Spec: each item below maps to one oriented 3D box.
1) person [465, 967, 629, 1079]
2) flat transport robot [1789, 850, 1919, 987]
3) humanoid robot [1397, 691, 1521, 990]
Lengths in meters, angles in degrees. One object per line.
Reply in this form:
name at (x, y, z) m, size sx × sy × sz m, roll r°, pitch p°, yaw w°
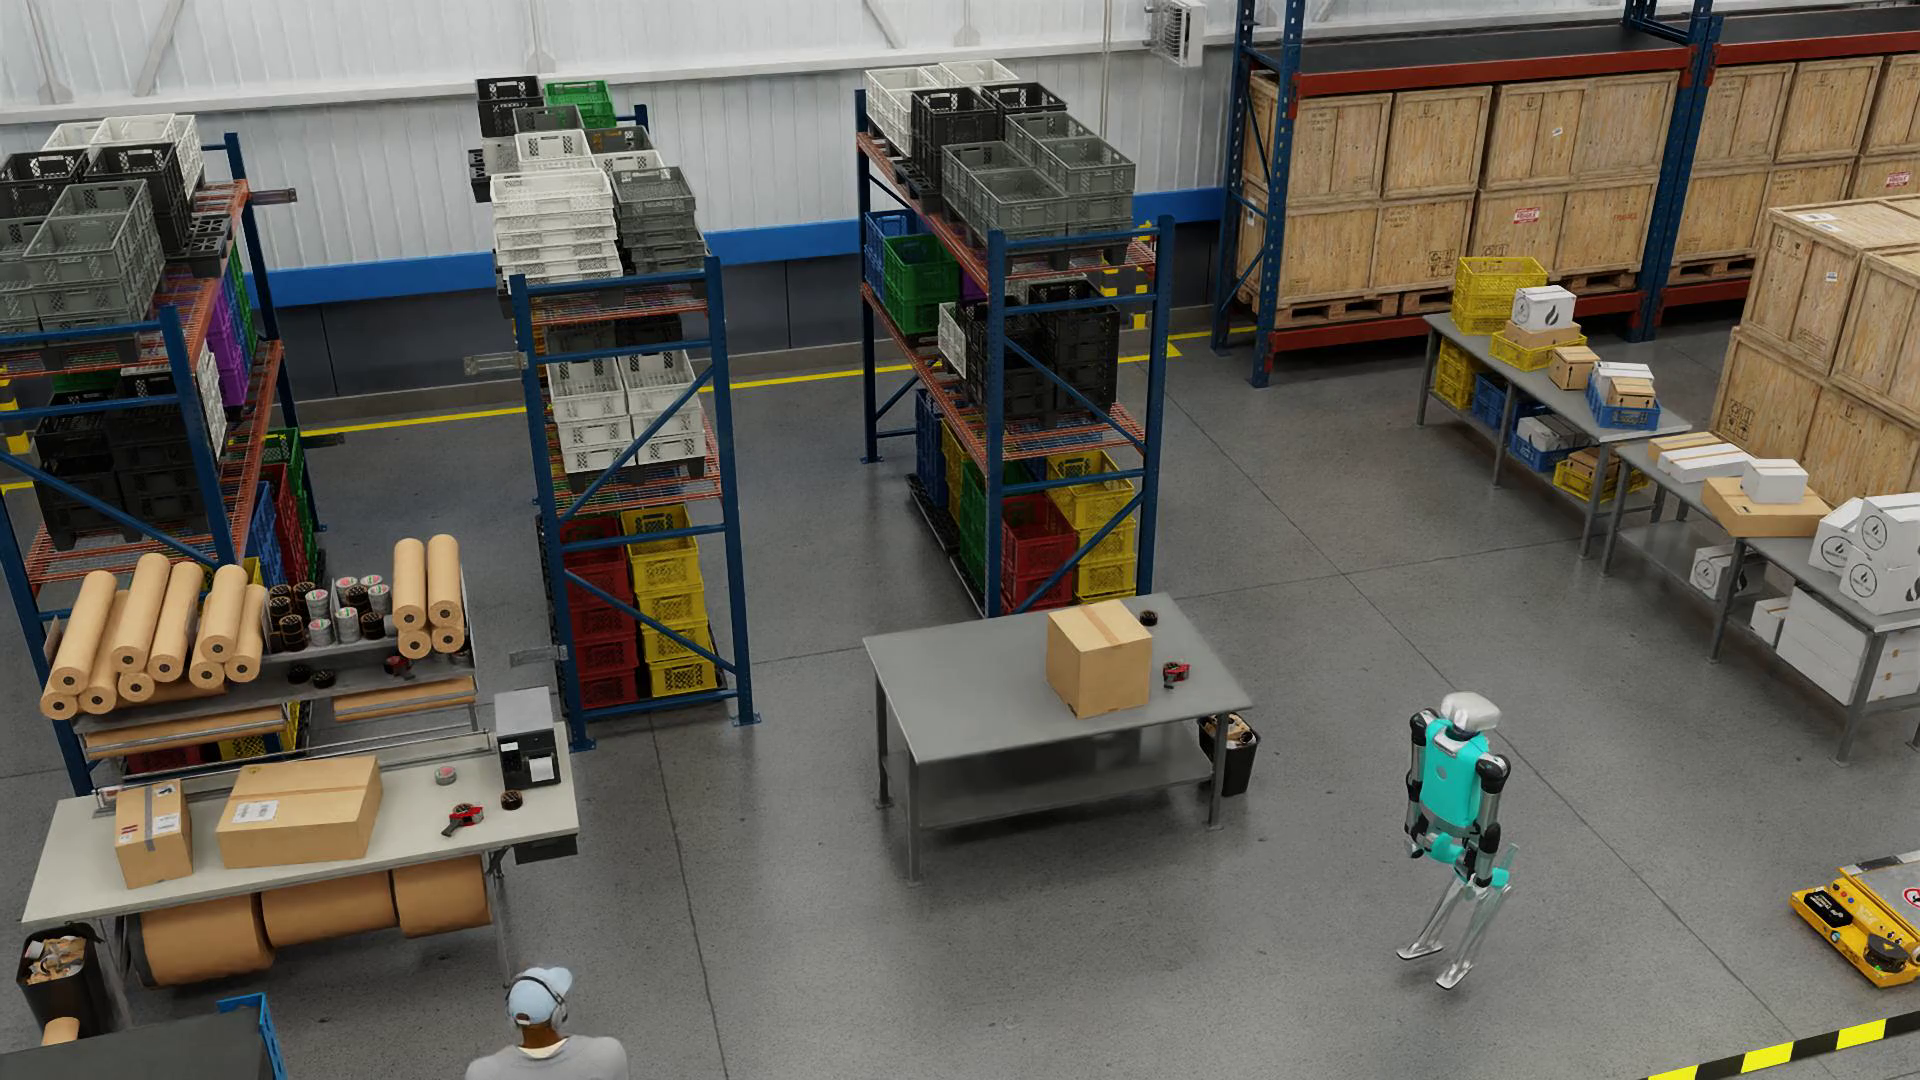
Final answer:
person at (-1.493, 2.339, 6.265) m, size 0.588 × 1.850 × 0.396 m, roll -7°, pitch 29°, yaw -12°
flat transport robot at (5.163, 1.916, 8.676) m, size 1.431 × 0.231 × 0.659 m, roll -8°, pitch 30°, yaw -14°
humanoid robot at (2.475, 1.387, 7.973) m, size 0.735 × 1.677 × 0.533 m, roll -17°, pitch 33°, yaw -28°
